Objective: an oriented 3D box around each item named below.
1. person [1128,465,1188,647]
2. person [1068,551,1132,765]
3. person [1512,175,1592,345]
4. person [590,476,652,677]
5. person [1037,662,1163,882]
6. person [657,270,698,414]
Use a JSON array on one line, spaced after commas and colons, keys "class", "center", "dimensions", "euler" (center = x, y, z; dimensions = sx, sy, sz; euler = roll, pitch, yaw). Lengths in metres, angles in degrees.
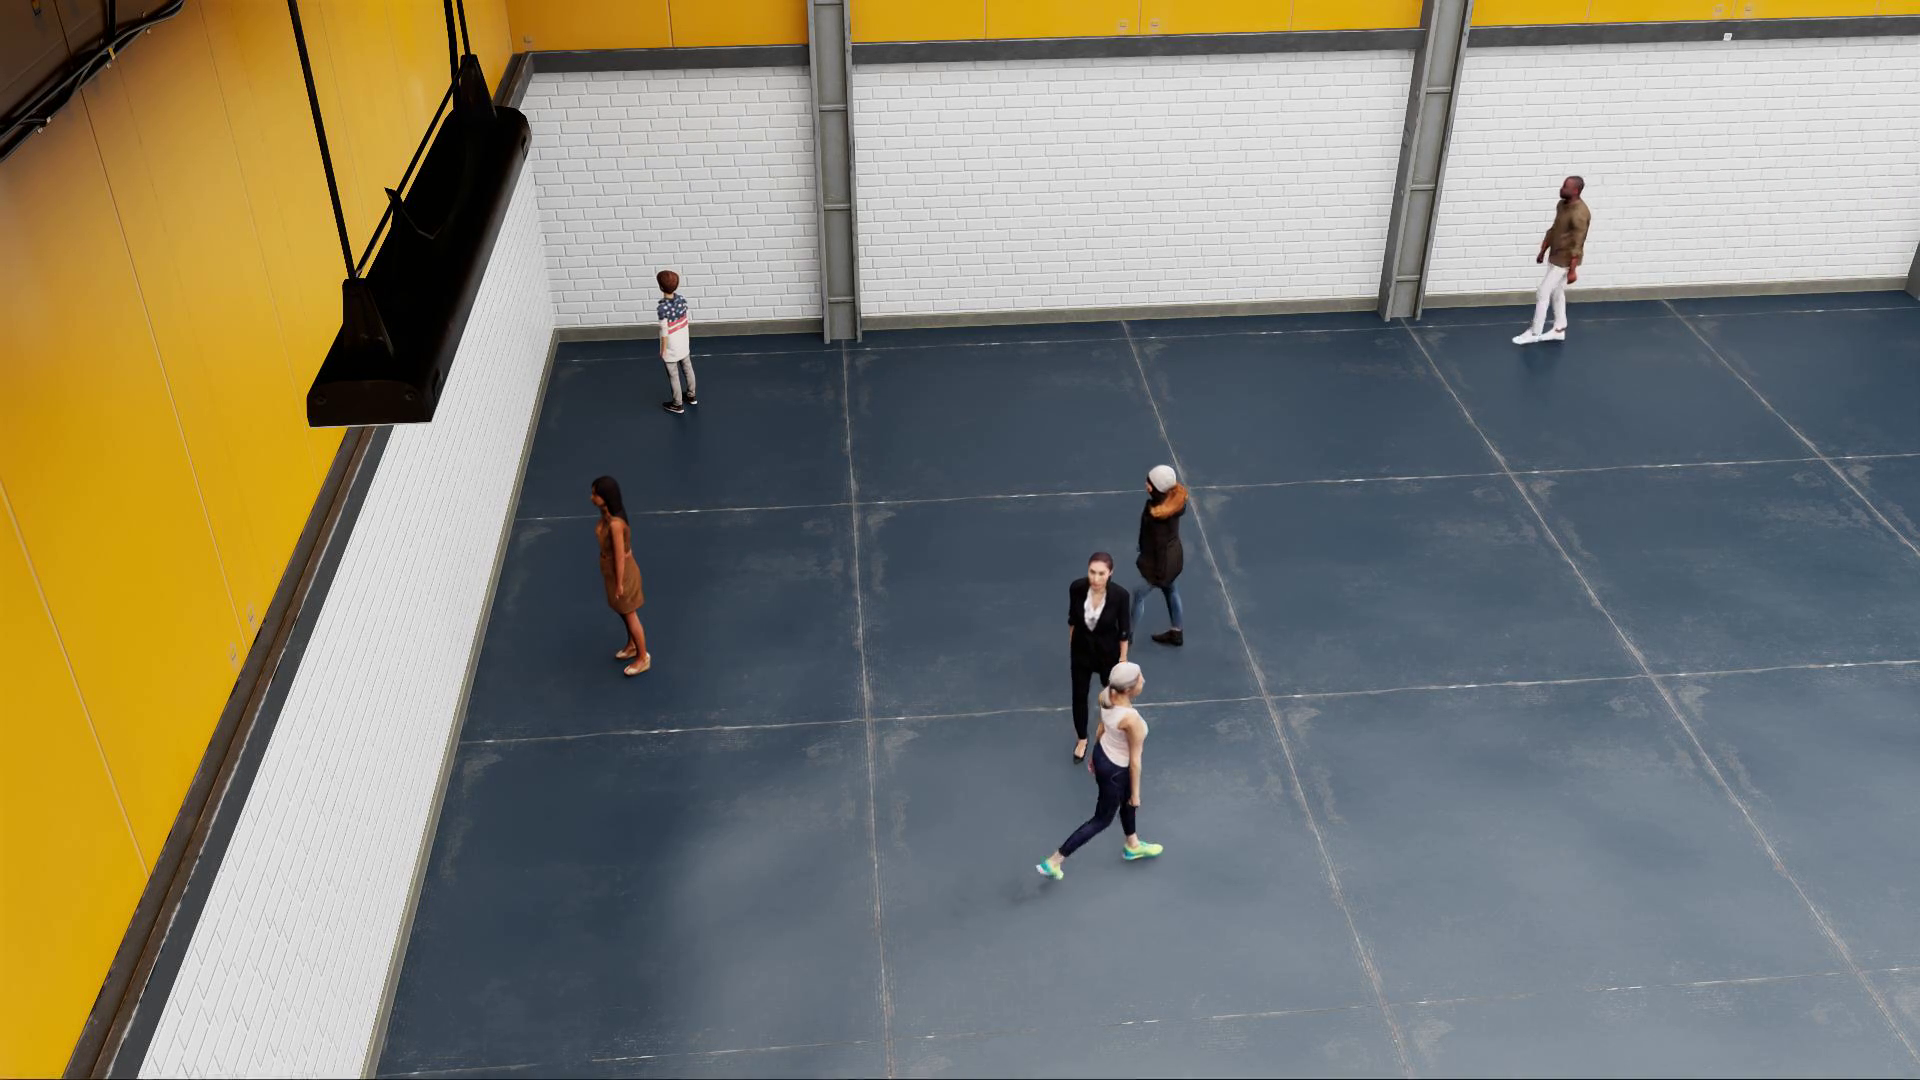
[{"class": "person", "center": [1.601, 0.155, 12.610], "dimensions": [0.963, 1.613, 0.834], "euler": [11, 35, 16]}, {"class": "person", "center": [0.992, 0.742, 11.708], "dimensions": [1.058, 1.634, 0.933], "euler": [10, 35, 15]}, {"class": "person", "center": [6.208, -2.833, 16.936], "dimensions": [0.848, 1.801, 0.781], "euler": [0, 34, 0]}, {"class": "person", "center": [-2.528, 0.253, 12.396], "dimensions": [0.598, 1.687, 0.612], "euler": [-14, 36, -20]}, {"class": "person", "center": [0.897, 1.508, 10.523], "dimensions": [1.205, 1.669, 0.785], "euler": [-9, 35, -13]}, {"class": "person", "center": [-2.722, -1.910, 15.875], "dimensions": [0.647, 1.438, 0.596], "euler": [23, 40, 30]}]
